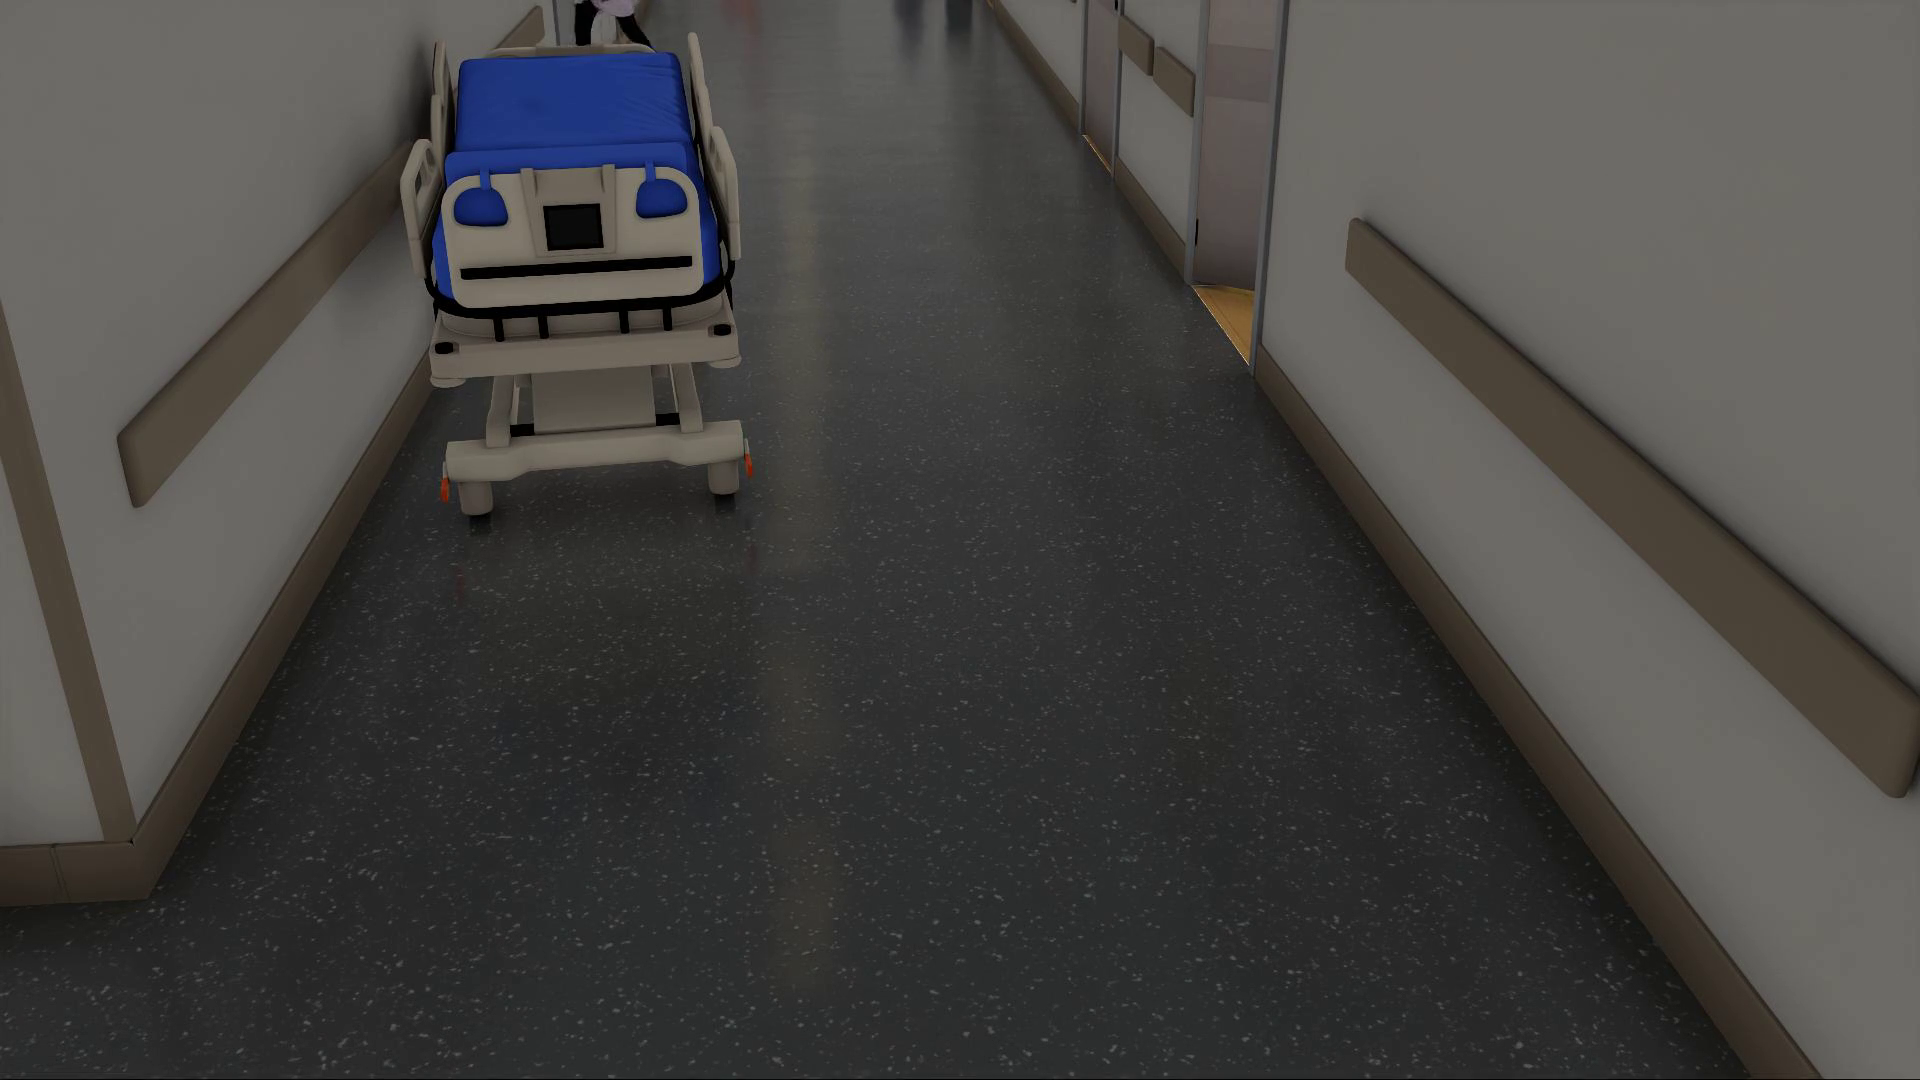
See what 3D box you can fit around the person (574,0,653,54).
[{"bbox_3d":[-2.475,-3.987,11.921,1.165,1.745,1.292,23,34,39],"label":"person"}]
